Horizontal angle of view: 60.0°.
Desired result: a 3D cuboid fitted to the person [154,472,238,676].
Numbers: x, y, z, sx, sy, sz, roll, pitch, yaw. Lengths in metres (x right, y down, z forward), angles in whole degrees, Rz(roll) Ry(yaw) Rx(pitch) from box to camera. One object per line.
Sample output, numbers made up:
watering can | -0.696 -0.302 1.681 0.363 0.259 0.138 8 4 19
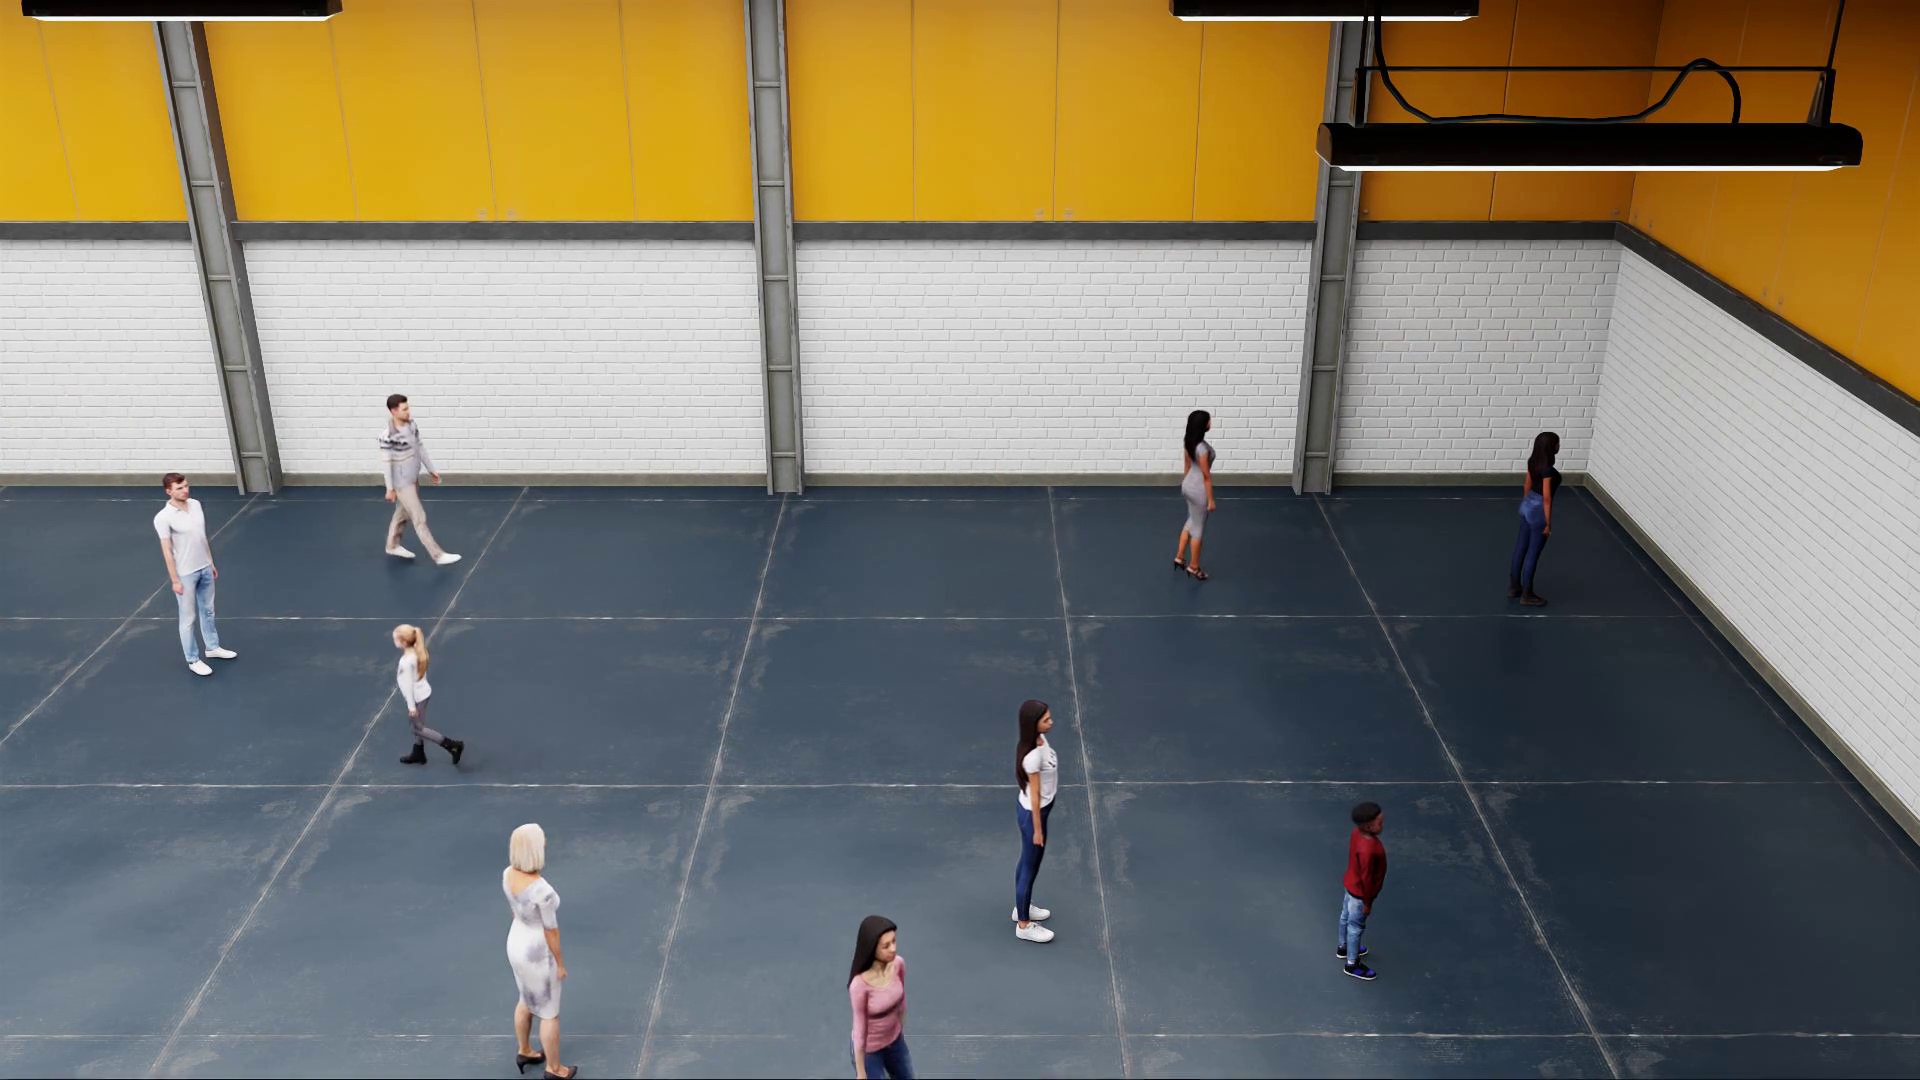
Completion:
person | -6.831 0.267 14.770 0.656 1.852 0.708 8 25 17

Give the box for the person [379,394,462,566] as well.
person | -5.667 -0.603 16.803 1.220 1.818 0.856 5 24 11

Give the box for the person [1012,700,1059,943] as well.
person | 0.486 1.868 11.203 0.509 1.774 0.592 1 24 2

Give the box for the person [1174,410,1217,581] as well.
person | 2.303 -0.441 16.475 0.609 1.782 0.640 -6 24 -14

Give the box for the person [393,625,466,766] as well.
person | -4.259 1.256 13.242 0.782 1.263 0.488 0 24 0

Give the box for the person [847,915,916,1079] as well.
person | -0.509 2.778 9.173 0.845 1.733 0.783 21 31 39

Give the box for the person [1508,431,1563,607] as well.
person | 5.539 -0.223 16.031 0.583 1.739 0.600 -4 24 -9

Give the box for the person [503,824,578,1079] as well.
person | -2.527 2.465 9.877 0.635 1.744 0.716 17 29 33

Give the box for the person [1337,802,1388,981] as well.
person | 2.624 2.272 10.926 0.470 1.256 0.495 0 24 1
